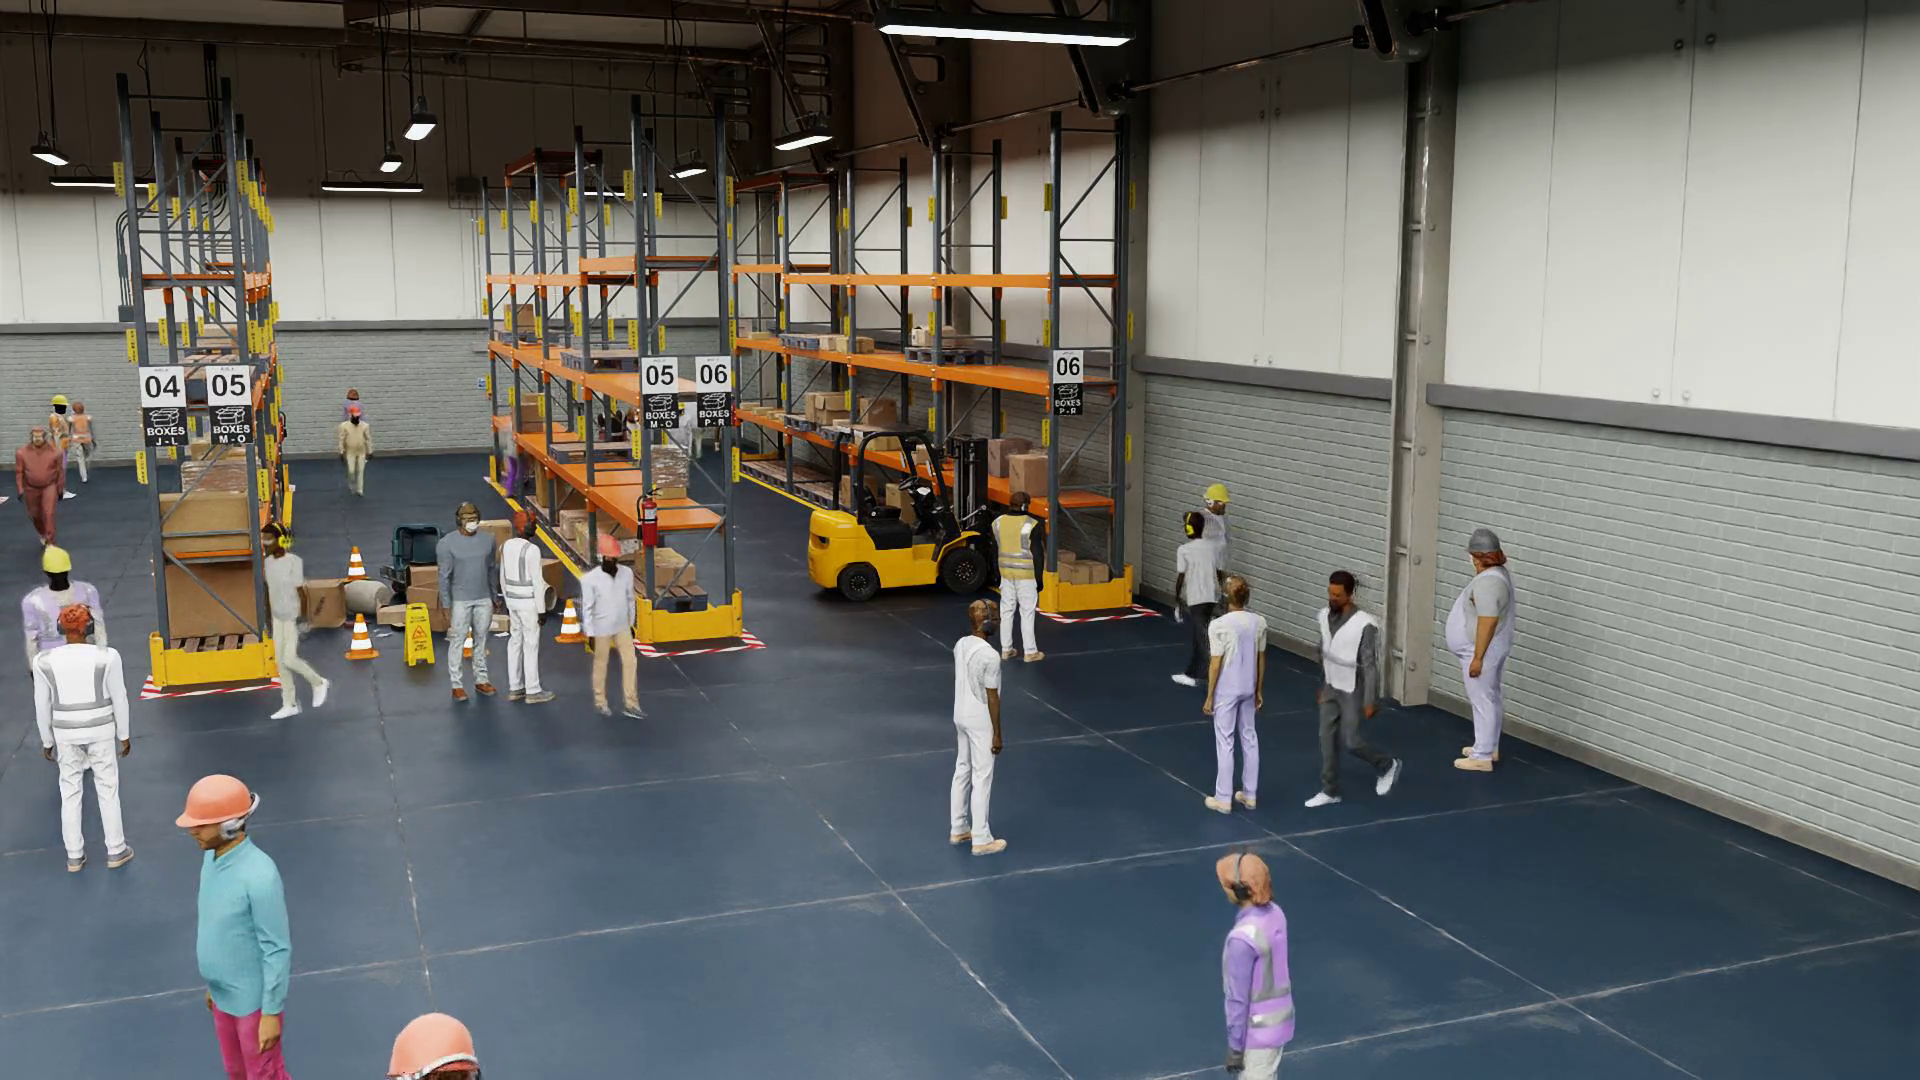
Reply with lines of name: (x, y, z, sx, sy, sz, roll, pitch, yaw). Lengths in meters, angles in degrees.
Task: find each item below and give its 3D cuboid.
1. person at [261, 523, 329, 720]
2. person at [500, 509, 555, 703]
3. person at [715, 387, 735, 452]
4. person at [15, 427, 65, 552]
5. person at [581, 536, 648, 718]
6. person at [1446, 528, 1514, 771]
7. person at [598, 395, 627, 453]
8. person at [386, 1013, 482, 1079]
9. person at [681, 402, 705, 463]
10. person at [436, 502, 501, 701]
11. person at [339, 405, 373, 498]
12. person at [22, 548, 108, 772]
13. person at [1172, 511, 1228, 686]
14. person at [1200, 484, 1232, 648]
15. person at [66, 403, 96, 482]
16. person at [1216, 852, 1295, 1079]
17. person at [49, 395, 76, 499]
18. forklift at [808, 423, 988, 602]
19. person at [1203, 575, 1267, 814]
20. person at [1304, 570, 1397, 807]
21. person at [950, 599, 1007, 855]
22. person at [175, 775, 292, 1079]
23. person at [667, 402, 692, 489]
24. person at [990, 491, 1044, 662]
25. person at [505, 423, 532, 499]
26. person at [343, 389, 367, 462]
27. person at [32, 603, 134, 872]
person: (-6.260, 0.740, 15.564, 0.553, 1.854, 0.481, 5, 10, 28)
person: (-4.219, 0.636, 16.132, 0.584, 1.882, 0.337, 7, 12, 39)
person: (-5.547, -3.076, 39.004, 0.614, 2.041, 0.392, -3, 10, -21)
person: (-13.847, -0.780, 25.067, 0.645, 1.883, 0.758, -3, 10, -21)
person: (-3.202, 0.824, 15.448, 0.594, 1.723, 0.732, -8, 12, -41)
person: (4.350, 0.903, 13.963, 0.535, 2.000, 0.687, 5, 10, 28)
person: (-6.339, -1.687, 30.283, 0.394, 2.037, 0.605, 9, 12, 43)
person: (-1.452, 2.401, 4.859, 0.428, 1.951, 0.777, -1, 9, -9)
person: (-5.925, -2.567, 36.874, 0.585, 1.699, 0.924, 0, 9, -2)
person: (-4.787, 0.590, 16.252, 0.633, 1.938, 0.356, -9, 13, -44)
person: (-11.201, -1.639, 30.891, 0.595, 1.735, 0.419, -7, 11, -36)
person: (-7.578, 0.975, 14.092, 1.039, 1.873, 0.587, 8, 12, 41)
person: (2.412, 0.634, 16.399, 0.581, 1.818, 0.971, -5, 10, -27)
person: (2.823, 0.278, 18.557, 0.404, 1.827, 0.600, 6, 11, 34)
person: (-17.652, -1.961, 33.384, 0.532, 1.592, 0.856, -7, 11, -37)
person: (1.336, 2.161, 7.387, 0.402, 1.618, 0.631, 5, 10, 27)
person: (-16.689, -1.732, 30.910, 0.373, 1.923, 0.595, -3, 10, -20)
forklift: (-0.830, -0.399, 21.676, 2.313, 2.155, 1.214, -4, 10, -21)
person: (2.115, 1.184, 12.811, 0.514, 1.842, 0.328, -4, 10, -24)
person: (3.061, 1.145, 12.921, 0.680, 1.891, 0.621, -5, 10, -27)
person: (0.133, 1.330, 11.938, 0.350, 1.837, 0.502, -6, 11, -33)
person: (-3.161, 1.986, 7.297, 0.621, 1.989, 0.398, 8, 12, 42)
person: (-5.424, -1.847, 32.141, 0.523, 1.767, 0.313, -4, 10, -21)
person: (0.641, 0.386, 17.852, 0.621, 1.842, 0.429, 6, 11, 33)
person: (-8.162, -1.608, 30.798, 0.608, 1.706, 0.599, -7, 11, -37)
person: (-13.397, -2.522, 36.794, 0.507, 1.632, 0.275, 3, 10, 19)
person: (-6.076, 1.364, 11.557, 0.574, 1.883, 0.356, -3, 9, -17)
